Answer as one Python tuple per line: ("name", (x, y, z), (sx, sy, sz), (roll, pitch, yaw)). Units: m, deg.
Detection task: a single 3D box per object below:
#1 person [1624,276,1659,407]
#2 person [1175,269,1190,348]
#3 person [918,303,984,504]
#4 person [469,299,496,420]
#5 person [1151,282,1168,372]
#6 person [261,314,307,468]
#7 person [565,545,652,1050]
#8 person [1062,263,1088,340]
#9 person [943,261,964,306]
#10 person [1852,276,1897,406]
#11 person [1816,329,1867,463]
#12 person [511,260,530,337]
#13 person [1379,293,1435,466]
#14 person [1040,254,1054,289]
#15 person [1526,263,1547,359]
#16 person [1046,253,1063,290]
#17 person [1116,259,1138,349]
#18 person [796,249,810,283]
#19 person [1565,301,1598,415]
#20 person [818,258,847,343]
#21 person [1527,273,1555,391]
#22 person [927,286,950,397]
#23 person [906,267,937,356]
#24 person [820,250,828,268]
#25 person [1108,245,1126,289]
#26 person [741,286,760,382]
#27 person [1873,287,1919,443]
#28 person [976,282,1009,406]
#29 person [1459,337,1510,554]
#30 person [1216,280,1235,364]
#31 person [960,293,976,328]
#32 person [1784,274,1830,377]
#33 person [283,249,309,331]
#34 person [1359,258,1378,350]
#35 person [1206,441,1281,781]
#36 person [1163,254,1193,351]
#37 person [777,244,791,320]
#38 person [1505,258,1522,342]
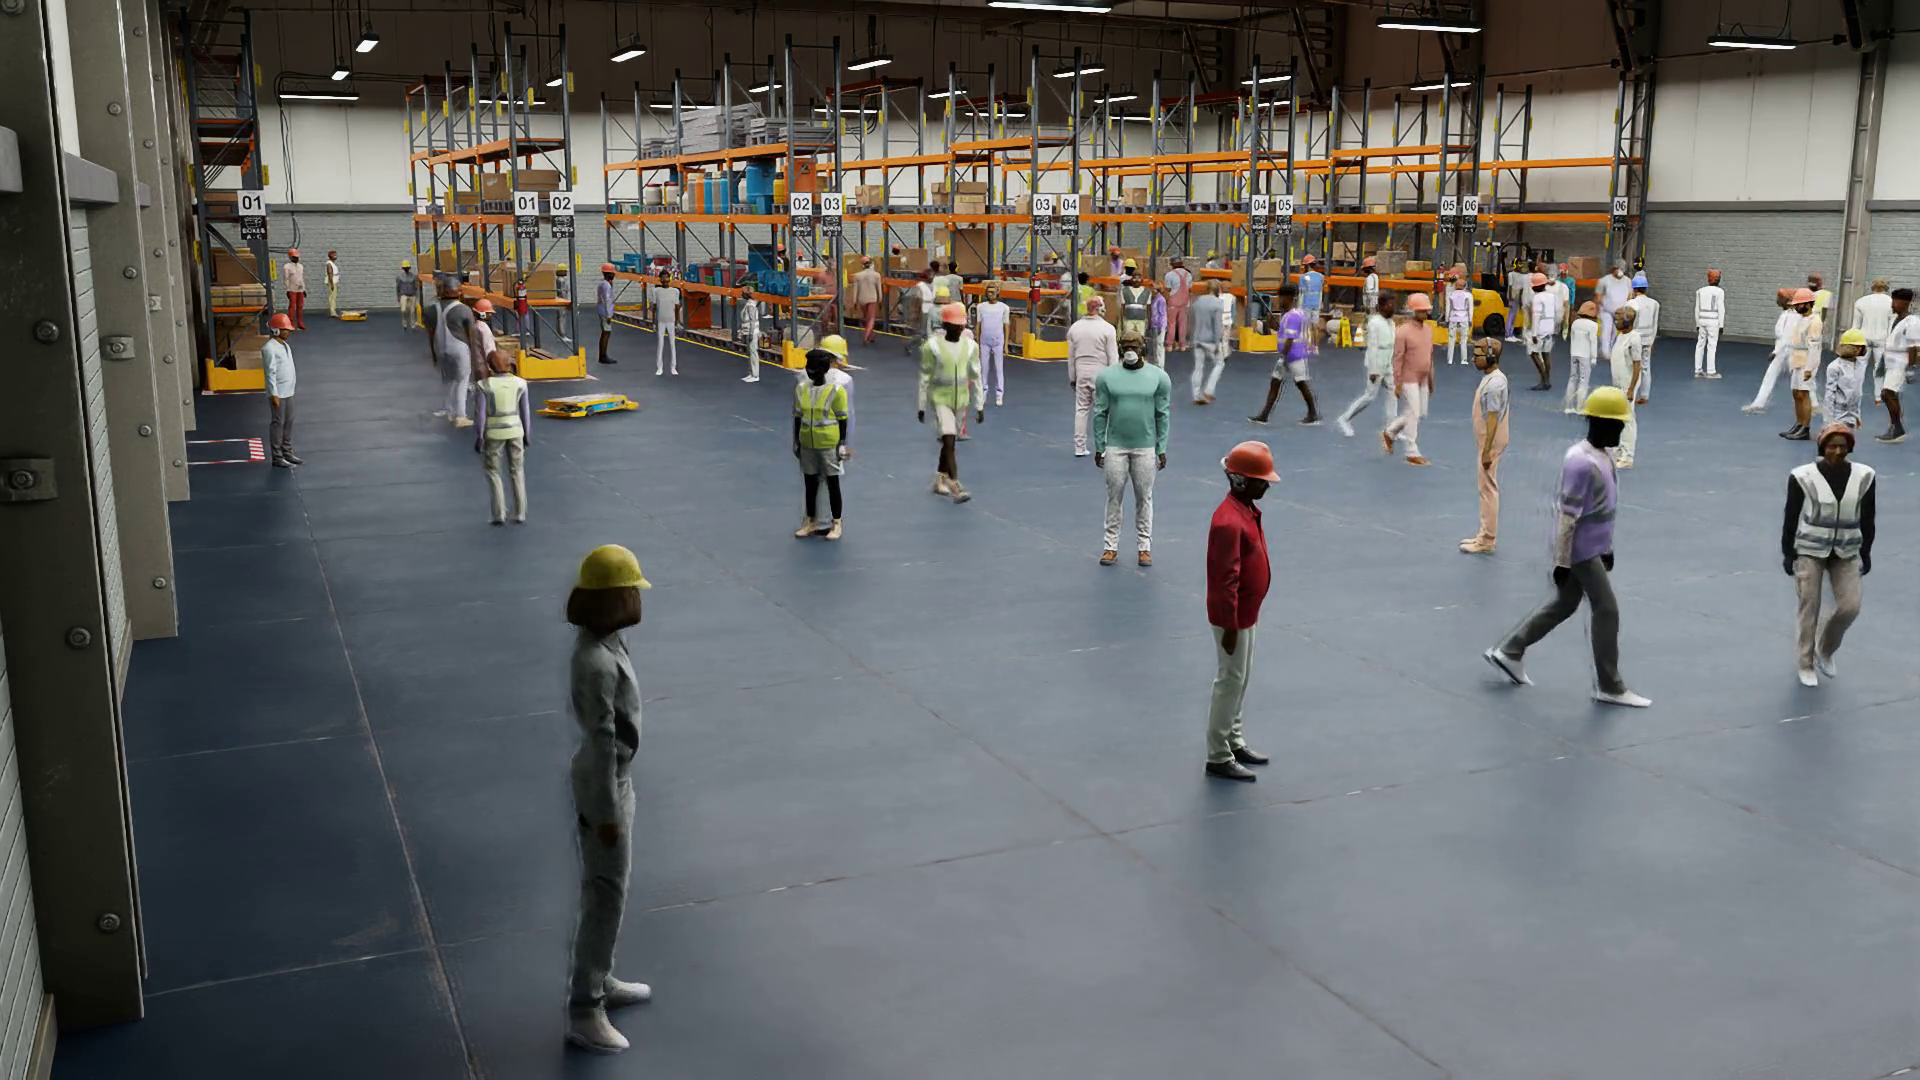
("person", (10.075, -2.946, 24.746), (0.615, 1.942, 0.407), (-4, 12, -19))
("person", (4.749, -4.934, 35.509), (0.319, 1.690, 0.540), (-2, 11, -10))
("person", (-0.085, -1.378, 16.707), (0.608, 1.985, 1.062), (-5, 12, -24))
("person", (-6.241, -2.287, 21.890), (0.337, 1.747, 0.576), (-8, 13, -34))
("person", (3.605, -3.859, 30.178), (0.318, 1.631, 0.519), (-1, 11, -5))
("person", (-7.697, -1.698, 18.924), (0.347, 1.744, 0.567), (0, 11, 1))
("person", (-1.247, 0.890, 5.828), (0.395, 1.727, 0.592), (-3, 11, -14))
("person", (2.518, -5.090, 35.813), (0.684, 1.880, 0.671), (-5, 12, -24))
("person", (-0.143, -4.979, 35.270), (0.526, 1.871, 0.324), (4, 12, 18))
("person", (13.724, -2.979, 24.970), (0.625, 1.930, 0.380), (8, 14, 37))
("person", (8.771, -1.222, 16.497), (0.487, 1.744, 0.313), (-5, 12, -24))
("person", (-10.322, -5.706, 38.836), (0.388, 1.920, 0.590), (8, 14, 36))
("person", (5.158, -1.860, 19.133), (0.619, 1.977, 0.711), (-9, 14, -38))
("person", (2.735, -8.178, 52.207), (0.513, 1.602, 0.821), (2, 11, 8))
("person", (11.418, -4.507, 32.831), (0.337, 1.883, 0.584), (9, 15, 40))
("person", (2.764, -7.449, 48.210), (0.545, 1.720, 0.902), (-1, 11, -4))
("person", (3.546, -4.999, 35.282), (0.422, 1.913, 0.602), (3, 12, 15))
("person", (-5.004, -8.261, 52.285), (0.574, 1.739, 0.349), (-3, 11, -13))
("person", (8.914, -2.597, 23.797), (0.289, 1.626, 0.498), (-4, 12, -21))
("person", (-2.826, -5.263, 36.735), (0.666, 1.928, 0.601), (-3, 11, -13))
("person", (9.494, -3.384, 27.085), (0.701, 1.916, 0.447), (-9, 14, -38))
("person", (-0.279, -3.069, 25.892), (0.493, 1.740, 0.325), (8, 13, 34))
("person", (-0.712, -4.471, 32.825), (0.748, 1.819, 0.569), (9, 14, 38))
("person", (-4.066, -7.846, 50.114), (0.329, 1.765, 0.533), (-4, 12, -19))
("person", (4.059, -6.726, 43.760), (0.609, 2.030, 0.522), (-4, 12, -21))
("person", (-3.585, -3.521, 28.442), (0.314, 1.642, 0.515), (-3, 11, -13))
("person", (11.721, -2.189, 20.872), (0.462, 1.949, 0.623), (2, 11, 11))
("person", (0.479, -2.919, 24.864), (0.504, 1.847, 0.345), (2, 11, 11))
("person", (4.471, -0.799, 14.119), (0.348, 1.839, 0.504), (3, 12, 15))
("person", (4.932, -4.061, 31.206), (0.538, 1.625, 0.388), (-5, 12, -25))
("person", (0.149, -6.292, 41.819), (0.585, 1.918, 0.380), (-6, 12, -26))
("person", (14.762, -3.707, 28.955), (0.887, 1.797, 0.563), (-9, 14, -38))
("person", (-16.280, -6.127, 40.784), (0.387, 1.992, 0.626), (4, 12, 22))
("person", (8.628, -4.980, 35.132), (0.382, 1.929, 0.543), (5, 12, 25))
("person", (1.440, 0.356, 8.494), (0.351, 1.739, 0.573), (4, 12, 18))
("person", (4.496, -4.963, 34.755), (0.685, 2.000, 0.535), (-7, 13, -32))
("person", (-4.795, -6.935, 44.766), (0.394, 2.042, 0.611), (6, 13, 27))
("person", (12.463, -5.388, 37.349), (0.328, 1.872, 0.514), (9, 14, 38))
